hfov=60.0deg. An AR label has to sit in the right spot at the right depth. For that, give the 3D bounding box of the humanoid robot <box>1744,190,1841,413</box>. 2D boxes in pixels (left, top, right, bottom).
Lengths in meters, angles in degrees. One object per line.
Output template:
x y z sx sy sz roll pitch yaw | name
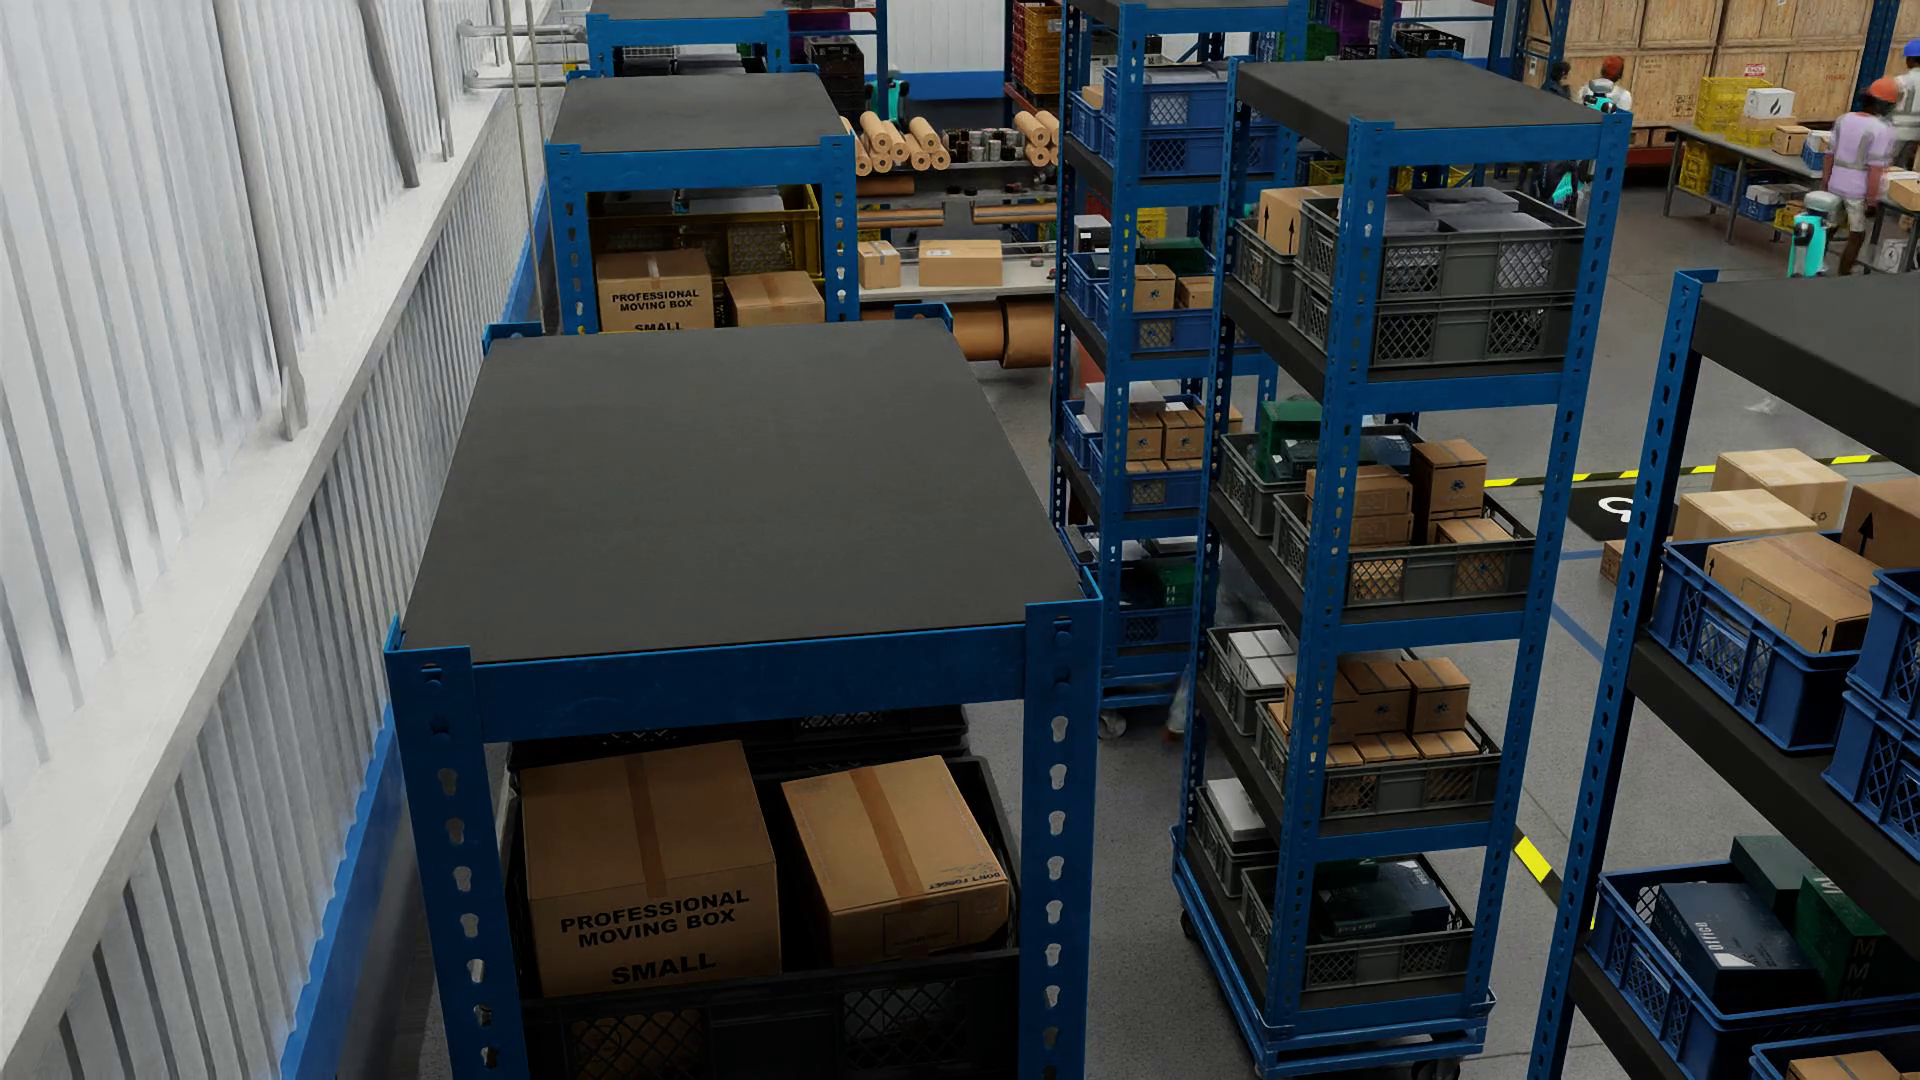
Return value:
6.413 -1.616 12.125 1.040 1.782 0.538 17 30 33 | humanoid robot

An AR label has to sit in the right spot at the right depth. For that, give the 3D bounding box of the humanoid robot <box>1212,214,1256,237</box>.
2.790 -3.757 16.746 0.531 1.772 0.960 -17 30 -33 | humanoid robot

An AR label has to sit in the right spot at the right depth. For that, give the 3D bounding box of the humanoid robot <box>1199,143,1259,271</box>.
2.531 -3.230 15.555 0.547 1.730 1.017 -13 28 -25 | humanoid robot

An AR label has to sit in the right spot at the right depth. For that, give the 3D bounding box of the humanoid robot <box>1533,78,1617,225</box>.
5.983 -3.687 16.435 0.739 1.692 0.531 -2 25 -4 | humanoid robot

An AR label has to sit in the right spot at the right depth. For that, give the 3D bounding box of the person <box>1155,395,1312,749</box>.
1.365 0.238 7.815 0.554 1.914 0.827 -20 31 -37 | person

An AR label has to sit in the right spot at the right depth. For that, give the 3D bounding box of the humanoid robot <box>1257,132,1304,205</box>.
3.415 -4.355 18.103 0.869 1.814 0.538 -21 32 -37 | humanoid robot

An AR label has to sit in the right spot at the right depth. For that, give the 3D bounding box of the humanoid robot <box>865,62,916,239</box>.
-0.658 -3.968 17.281 0.547 1.874 0.793 -14 28 -27 | humanoid robot

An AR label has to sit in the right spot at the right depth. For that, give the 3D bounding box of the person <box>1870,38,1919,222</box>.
10.065 -4.381 17.835 0.618 1.930 0.503 -10 26 -20 | person

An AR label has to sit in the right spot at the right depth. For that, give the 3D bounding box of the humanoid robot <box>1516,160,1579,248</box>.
5.189 -2.854 14.839 0.583 1.640 0.432 16 29 30 | humanoid robot

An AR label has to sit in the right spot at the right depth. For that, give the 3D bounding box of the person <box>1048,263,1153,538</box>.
0.817 -0.683 9.753 0.602 1.966 0.372 1 25 3 | person

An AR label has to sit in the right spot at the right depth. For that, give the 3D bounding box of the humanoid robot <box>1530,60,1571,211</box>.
6.485 -4.370 18.129 0.592 1.643 0.540 -19 31 -35 | humanoid robot

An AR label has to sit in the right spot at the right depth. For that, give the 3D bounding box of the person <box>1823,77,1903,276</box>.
8.109 -3.169 15.115 0.437 2.018 0.638 -8 26 -16 | person

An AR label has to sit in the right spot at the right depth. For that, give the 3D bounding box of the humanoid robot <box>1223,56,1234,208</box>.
2.952 -4.524 18.444 0.589 1.648 0.339 19 31 35 | humanoid robot

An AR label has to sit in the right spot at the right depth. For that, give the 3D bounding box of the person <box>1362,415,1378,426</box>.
1.807 0.187 7.998 0.596 1.852 0.364 -2 25 -5 | person

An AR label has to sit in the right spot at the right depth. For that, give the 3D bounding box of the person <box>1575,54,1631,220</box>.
6.603 -4.046 17.171 0.379 1.884 0.584 -19 31 -36 | person
